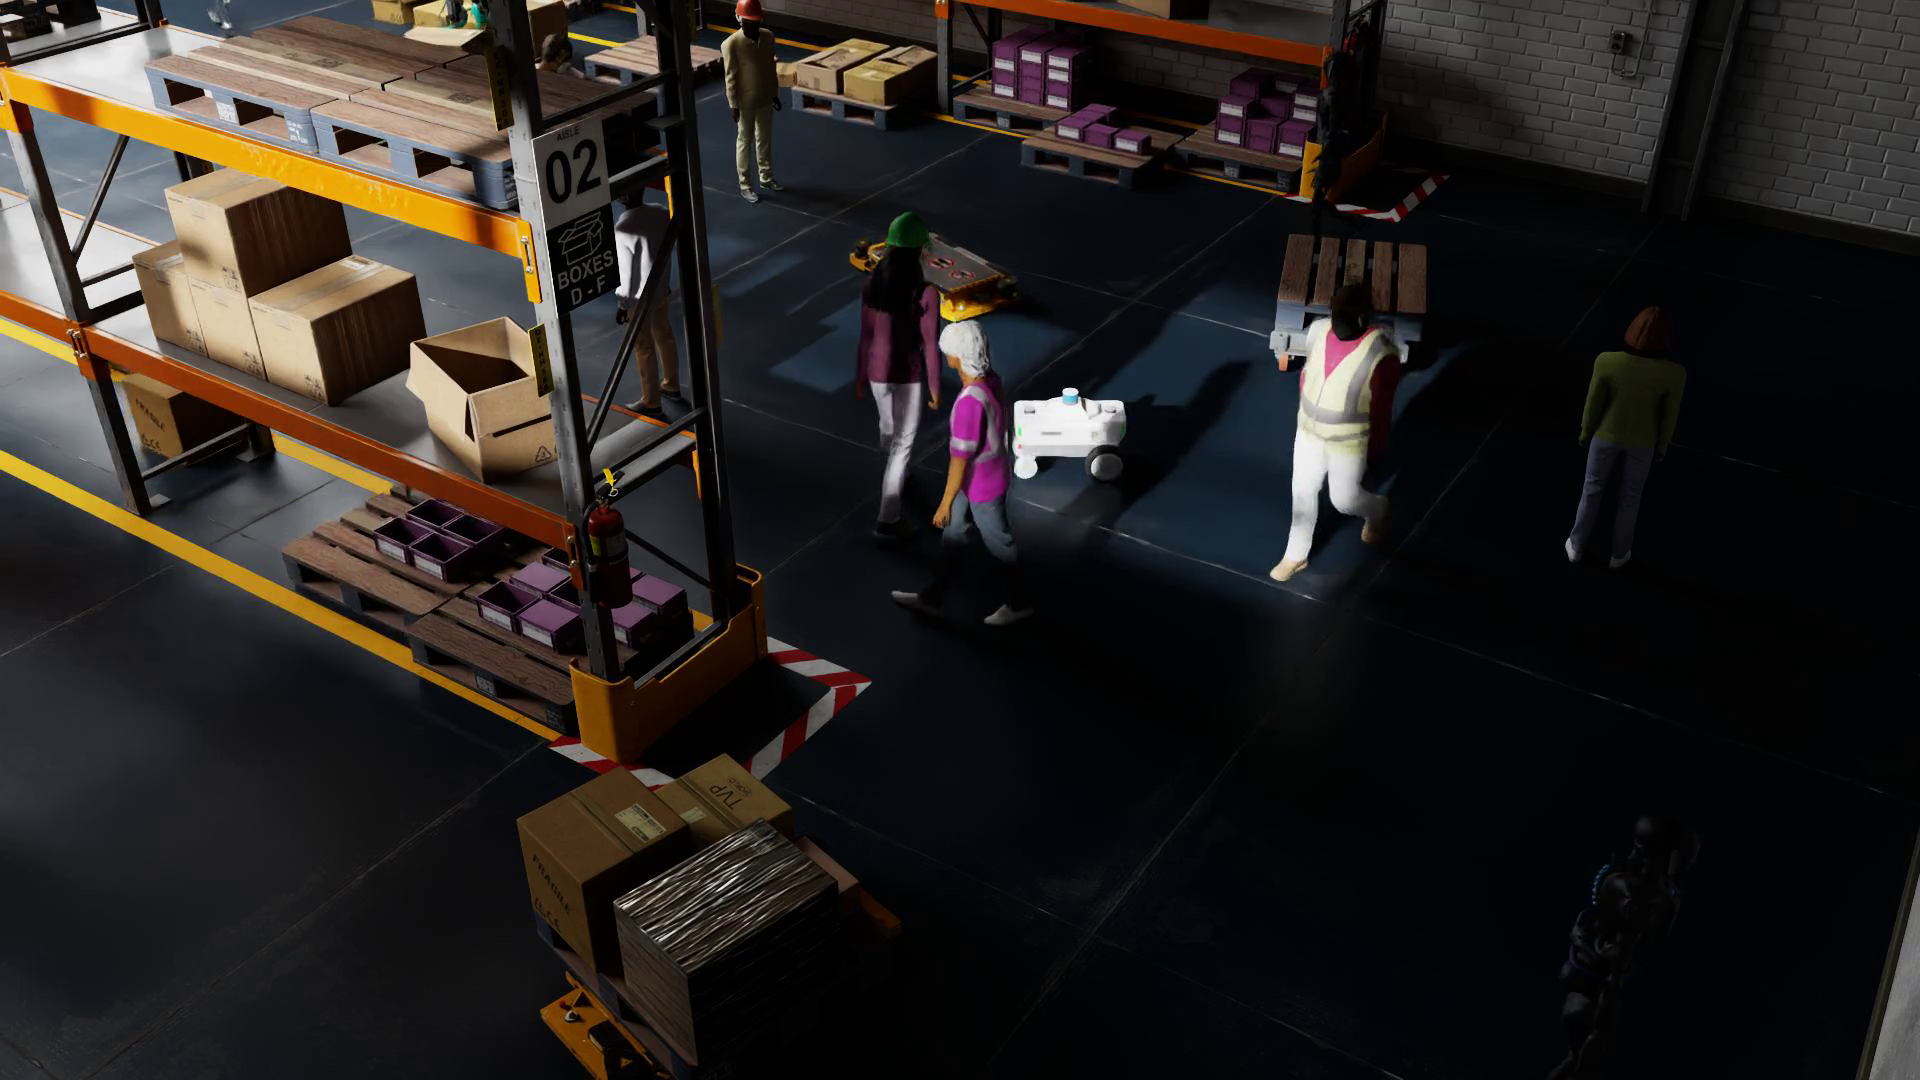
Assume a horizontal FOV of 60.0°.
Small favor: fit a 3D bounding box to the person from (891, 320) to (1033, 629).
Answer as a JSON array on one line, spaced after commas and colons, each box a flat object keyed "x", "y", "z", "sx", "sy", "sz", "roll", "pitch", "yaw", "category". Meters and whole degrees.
[{"x": 0.014, "y": -0.316, "z": 8.950, "sx": 0.875, "sy": 1.797, "sz": 0.580, "roll": 1, "pitch": 33, "yaw": 2, "category": "person"}]

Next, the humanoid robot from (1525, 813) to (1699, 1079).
[{"x": 2.346, "y": 1.613, "z": 6.128, "sx": 0.362, "sy": 1.650, "sz": 0.610, "roll": 14, "pitch": 36, "yaw": 20, "category": "humanoid robot"}]

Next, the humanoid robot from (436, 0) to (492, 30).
[{"x": -5.033, "y": -5.335, "z": 16.808, "sx": 0.730, "sy": 1.873, "sz": 0.537, "roll": 28, "pitch": 42, "yaw": 36, "category": "humanoid robot"}]

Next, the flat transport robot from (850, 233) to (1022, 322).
[{"x": -0.205, "y": -2.108, "z": 13.113, "sx": 0.659, "sy": 0.231, "sz": 1.431, "roll": -22, "pitch": 39, "yaw": -30, "category": "flat transport robot"}]

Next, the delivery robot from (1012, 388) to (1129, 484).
[{"x": 0.712, "y": -0.689, "z": 10.673, "sx": 0.802, "sy": 0.598, "sz": 0.499, "roll": 0, "pitch": 33, "yaw": 0, "category": "delivery robot"}]

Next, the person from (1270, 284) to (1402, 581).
[{"x": 2.172, "y": -0.629, "z": 9.417, "sx": 0.747, "sy": 1.816, "sz": 0.629, "roll": -25, "pitch": 40, "yaw": -33, "category": "person"}]

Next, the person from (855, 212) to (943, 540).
[{"x": -0.381, "y": -0.966, "z": 9.875, "sx": 0.528, "sy": 1.898, "sz": 0.886, "roll": 12, "pitch": 35, "yaw": 18, "category": "person"}]

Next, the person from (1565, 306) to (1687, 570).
[{"x": 3.792, "y": -0.573, "z": 9.501, "sx": 0.499, "sy": 1.633, "sz": 0.281, "roll": 12, "pitch": 35, "yaw": 18, "category": "person"}]

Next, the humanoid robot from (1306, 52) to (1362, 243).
[{"x": 3.025, "y": -3.069, "z": 13.311, "sx": 0.520, "sy": 1.643, "sz": 0.583, "roll": 6, "pitch": 34, "yaw": 10, "category": "humanoid robot"}]

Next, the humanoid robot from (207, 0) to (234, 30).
[{"x": -8.361, "y": -6.478, "z": 18.519, "sx": 0.539, "sy": 1.745, "sz": 1.031, "roll": -26, "pitch": 41, "yaw": -34, "category": "humanoid robot"}]

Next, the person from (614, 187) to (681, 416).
[{"x": -2.125, "y": -1.671, "z": 11.081, "sx": 0.335, "sy": 1.747, "sz": 0.574, "roll": 15, "pitch": 36, "yaw": 22, "category": "person"}]

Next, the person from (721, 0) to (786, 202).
[{"x": -1.771, "y": -3.825, "z": 14.390, "sx": 0.329, "sy": 1.751, "sz": 0.564, "roll": 27, "pitch": 41, "yaw": 34, "category": "person"}]

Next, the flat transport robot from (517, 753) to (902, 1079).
[{"x": -0.999, "y": 1.806, "z": 7.097, "sx": 1.431, "sy": 0.231, "sz": 0.659, "roll": -26, "pitch": 41, "yaw": -34, "category": "flat transport robot"}]

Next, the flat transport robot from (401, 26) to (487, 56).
[{"x": -5.035, "y": -3.920, "z": 15.898, "sx": 1.431, "sy": 0.231, "sz": 0.659, "roll": 6, "pitch": 34, "yaw": 9, "category": "flat transport robot"}]

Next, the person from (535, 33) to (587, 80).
[{"x": -3.172, "y": -3.016, "z": 13.027, "sx": 0.666, "sy": 1.894, "sz": 0.454, "roll": -13, "pitch": 35, "yaw": -19, "category": "person"}]
